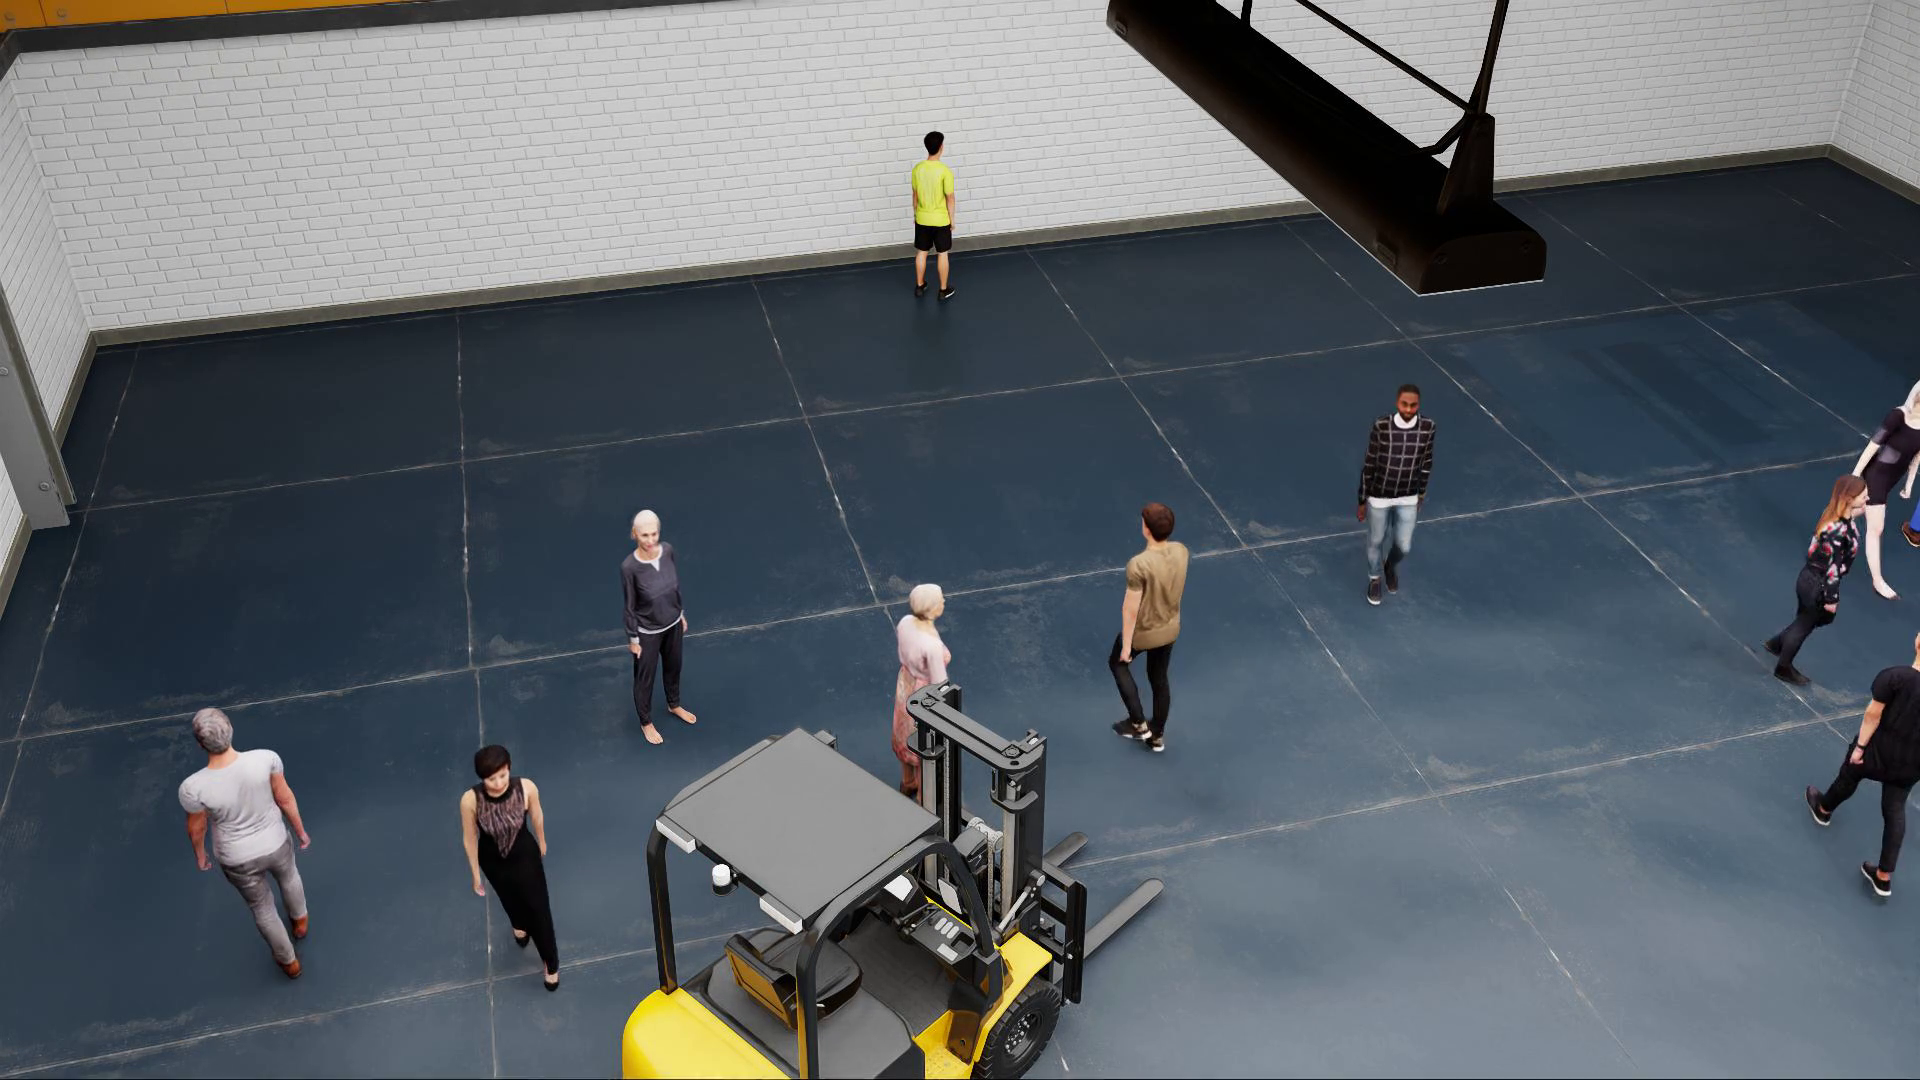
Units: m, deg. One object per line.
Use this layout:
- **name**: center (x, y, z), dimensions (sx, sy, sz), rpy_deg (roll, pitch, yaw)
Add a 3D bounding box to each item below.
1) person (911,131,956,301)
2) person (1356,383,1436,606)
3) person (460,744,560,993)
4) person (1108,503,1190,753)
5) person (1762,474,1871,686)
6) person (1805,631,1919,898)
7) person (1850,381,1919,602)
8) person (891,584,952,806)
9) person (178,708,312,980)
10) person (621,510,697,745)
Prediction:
- **person**: center (-0.270, -3.248, 16.675), dimensions (0.691, 1.705, 0.724), rpy_deg (13, 36, 19)
- **person**: center (3.177, -0.380, 12.268), dimensions (0.791, 1.808, 0.820), rpy_deg (4, 34, 6)
- **person**: center (-2.541, 1.719, 9.324), dimensions (0.600, 1.571, 0.918), rpy_deg (-9, 35, -14)
- **person**: center (1.289, 0.628, 10.723), dimensions (0.792, 1.839, 0.780), rpy_deg (-21, 39, -29)
- **person**: center (5.816, 0.266, 11.415), dimensions (0.769, 1.675, 0.710), rpy_deg (18, 38, 25)
- **person**: center (5.535, 1.273, 9.774), dimensions (0.951, 1.815, 1.242), rpy_deg (2, 34, 4)
- **person**: center (6.825, -0.493, 12.465), dimensions (0.746, 1.778, 1.161), rpy_deg (-11, 35, -16)
- **person**: center (-0.244, 0.984, 10.323), dimensions (0.732, 1.690, 0.617), rpy_deg (-21, 39, -29)
- **person**: center (-3.842, 1.722, 9.101), dimensions (0.868, 1.813, 0.927), rpy_deg (-21, 39, -28)
- **person**: center (-2.007, 0.536, 10.964), dimensions (0.698, 1.726, 0.692), rpy_deg (27, 42, 35)
